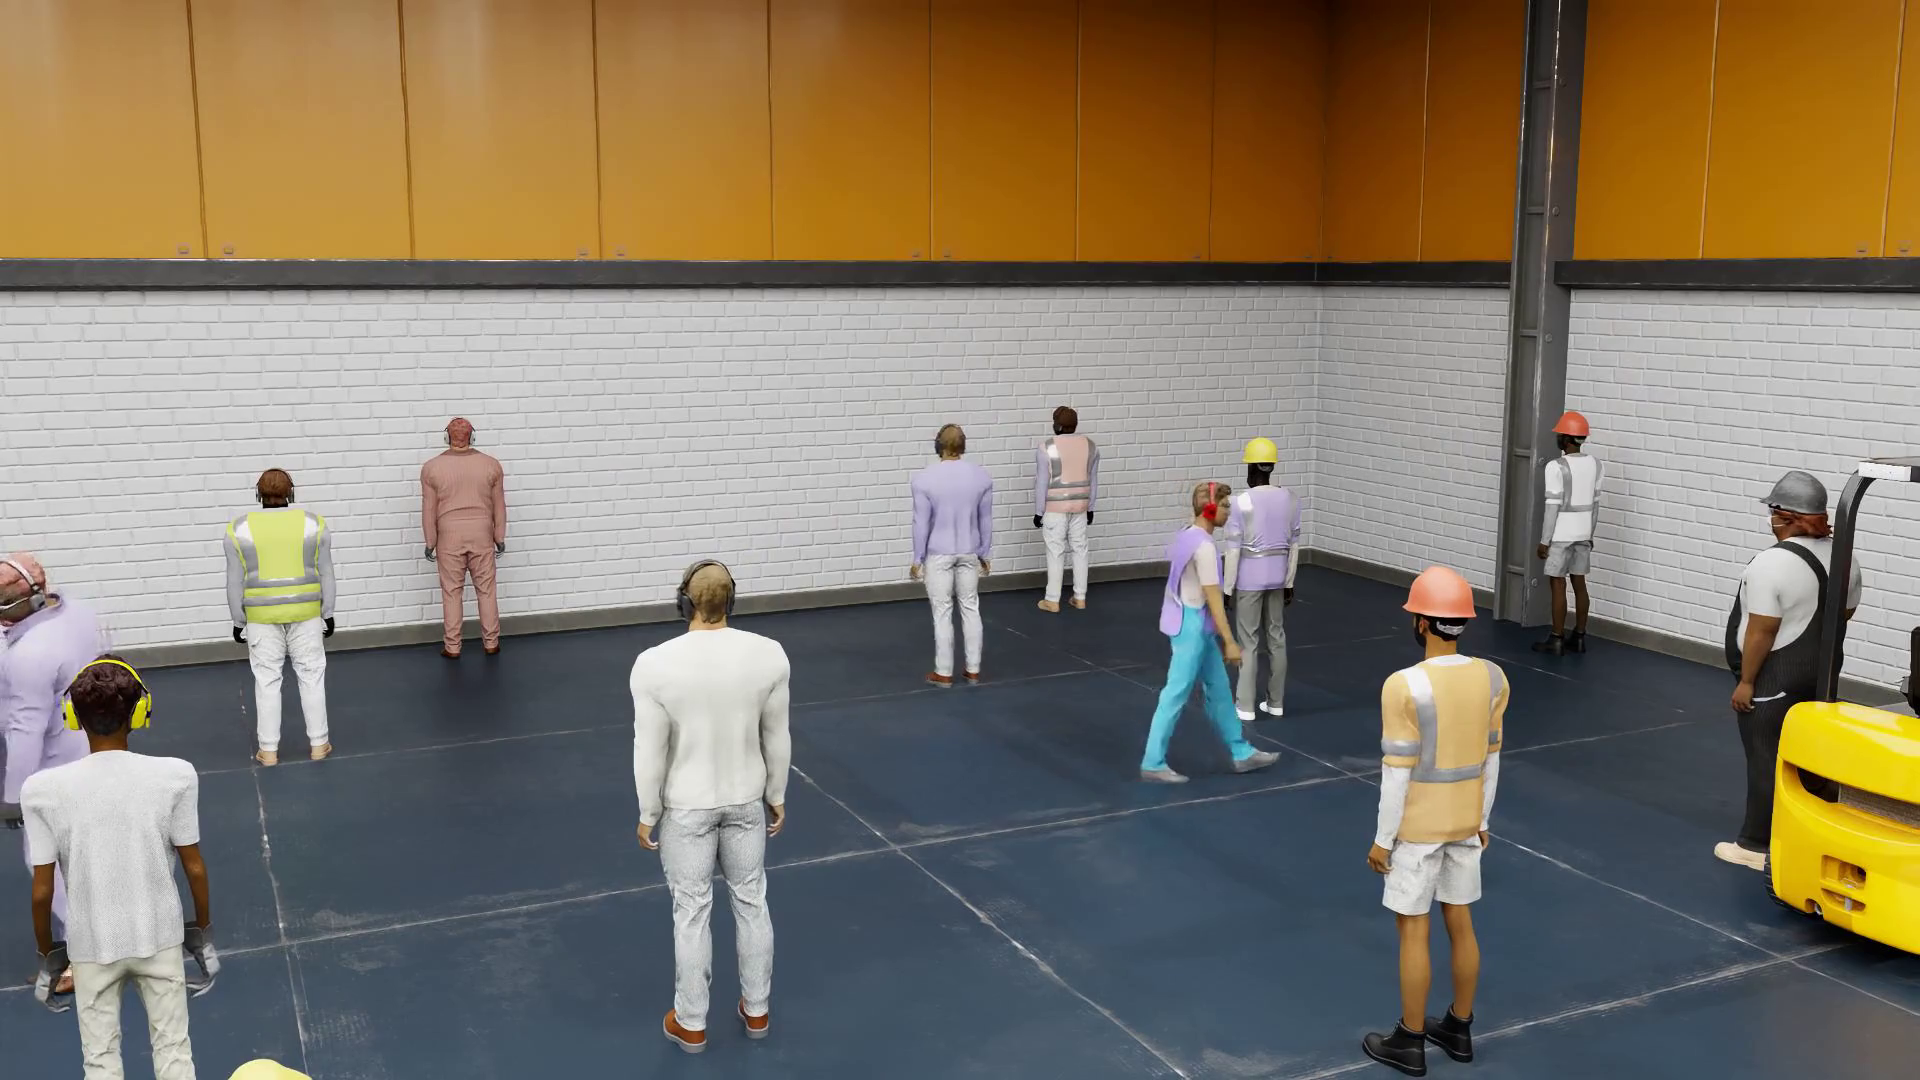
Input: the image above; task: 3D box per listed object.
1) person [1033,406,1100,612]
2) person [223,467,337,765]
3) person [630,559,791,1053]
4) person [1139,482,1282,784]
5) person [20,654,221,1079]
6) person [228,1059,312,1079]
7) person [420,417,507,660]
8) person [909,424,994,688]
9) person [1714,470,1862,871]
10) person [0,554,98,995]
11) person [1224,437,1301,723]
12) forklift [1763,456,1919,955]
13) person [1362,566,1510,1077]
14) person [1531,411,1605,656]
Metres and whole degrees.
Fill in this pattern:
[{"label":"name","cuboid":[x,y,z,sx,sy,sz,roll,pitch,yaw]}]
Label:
[{"label":"person","cuboid":[0.934,-0.279,14.911,0.629,1.846,0.429,-4,10,-25]},{"label":"person","cuboid":[-4.179,0.469,10.277,0.629,1.843,0.429,-4,10,-25]},{"label":"person","cuboid":[-0.965,1.029,6.500,0.633,1.939,0.368,-4,10,-25]},{"label":"person","cuboid":[1.501,0.563,9.826,0.934,1.801,0.594,1,9,4]},{"label":"person","cuboid":[-2.595,1.277,5.181,0.526,1.869,0.324,-4,10,-25]},{"label":"person","cuboid":[-1.046,1.700,2.653,0.596,1.837,0.404,-4,10,-25]},{"label":"person","cuboid":[-3.894,-0.015,13.079,0.647,1.908,0.409,-4,10,-25]},{"label":"person","cuboid":[-0.055,0.119,12.197,0.650,1.930,0.382,-4,10,-21]},{"label":"person","cuboid":[4.183,0.655,8.505,0.686,2.000,0.538,-4,10,-25]},{"label":"person","cuboid":[-3.906,0.961,7.174,0.396,1.868,0.727,-1,9,-8]},{"label":"person","cuboid":[2.014,0.270,11.244,0.591,1.927,0.366,-4,10,-25]},{"label":"forklift","cuboid":[4.857,0.731,7.561,2.313,2.155,1.214,-4,10,-25]},{"label":"person","cuboid":[1.786,1.060,6.313,0.548,1.937,0.358,-4,10,-25]},{"label":"person","cuboid":[4.811,-0.050,13.186,0.548,1.942,0.347,-4,10,-25]}]
